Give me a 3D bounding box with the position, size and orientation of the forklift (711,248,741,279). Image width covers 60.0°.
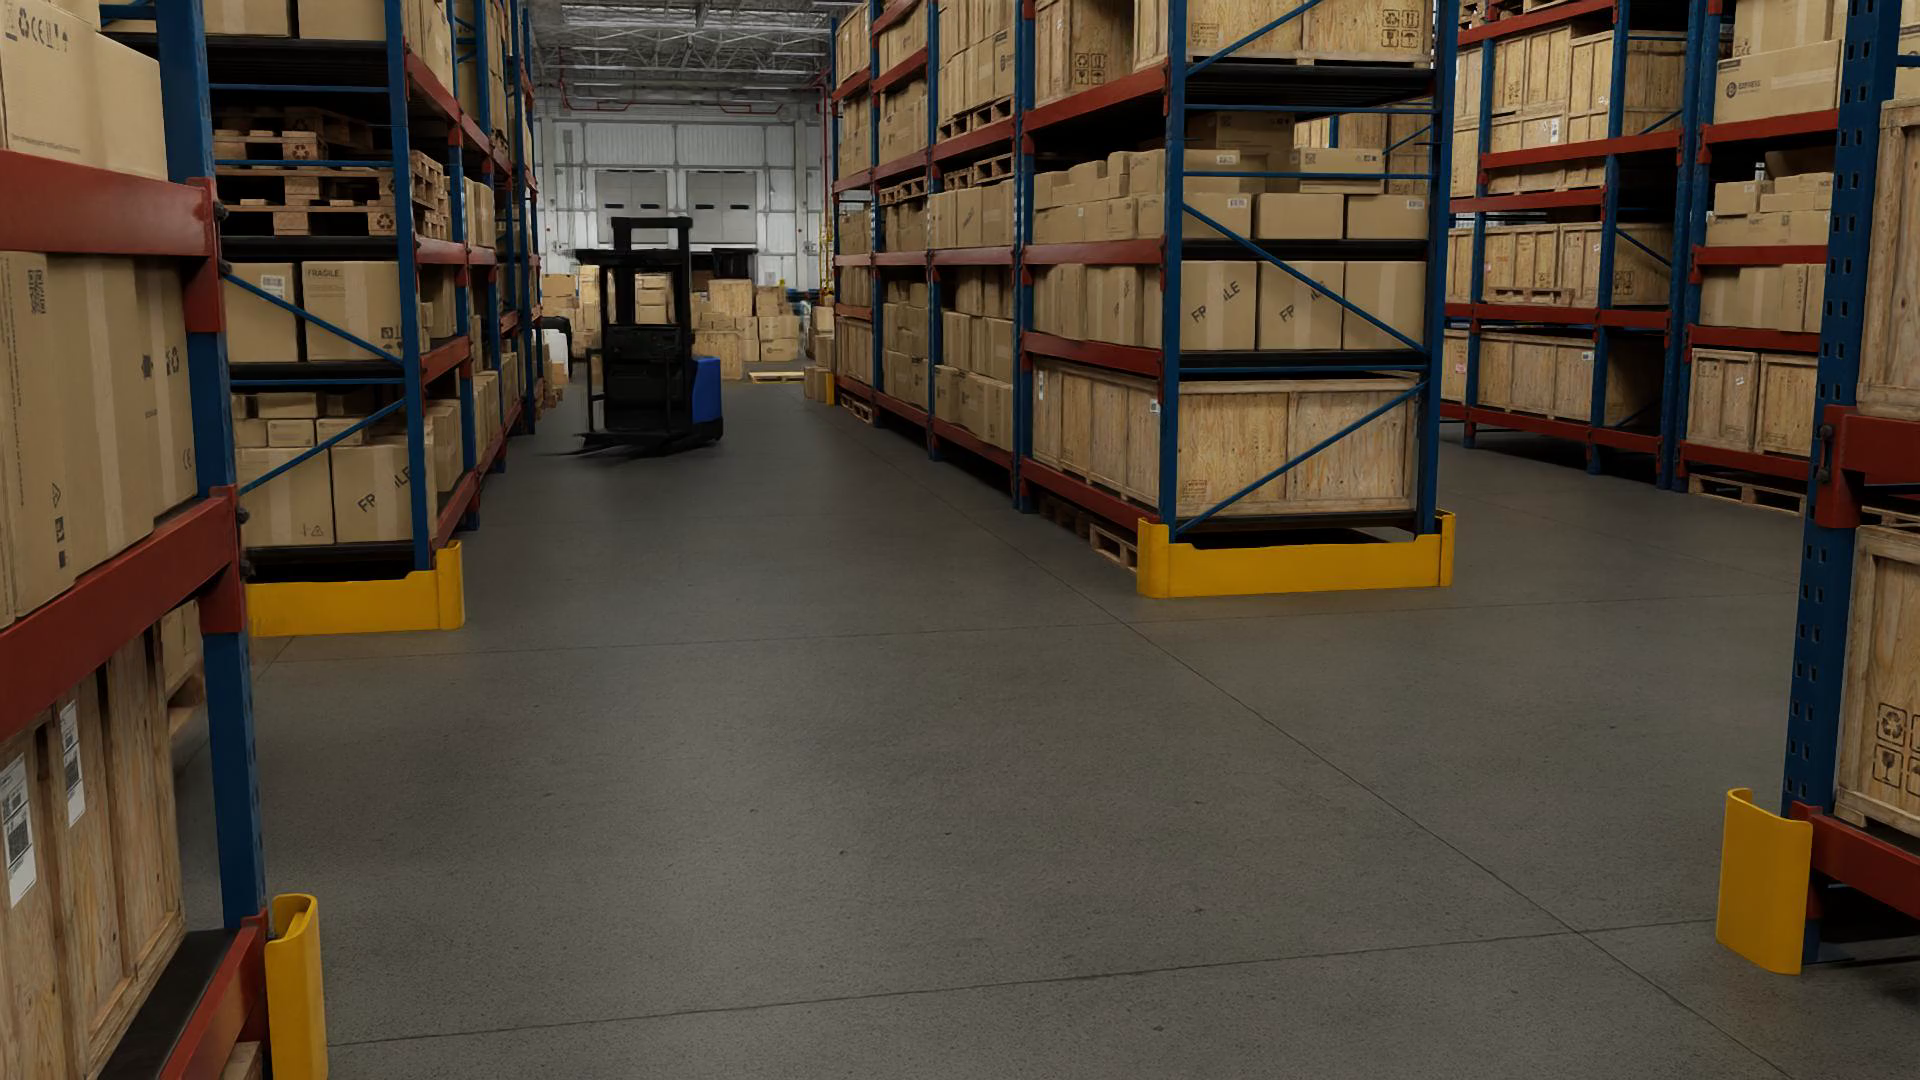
[{"bbox_3d":[-7.372,-7.854,52.695,1.129,2.768,1.873,-8,12,-40],"label":"forklift"}]

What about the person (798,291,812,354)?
[{"bbox_3d":[-3.928,-5.553,42.498,0.378,1.627,0.520,2,10,14],"label":"person"}]

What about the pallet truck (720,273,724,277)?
[{"bbox_3d":[-8.580,-8.986,62.280,1.885,1.965,0.823,1,9,5],"label":"pallet truck"}]

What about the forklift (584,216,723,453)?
[{"bbox_3d":[-3.724,-2.544,20.329,1.129,2.768,1.873,2,10,13],"label":"forklift"}]
